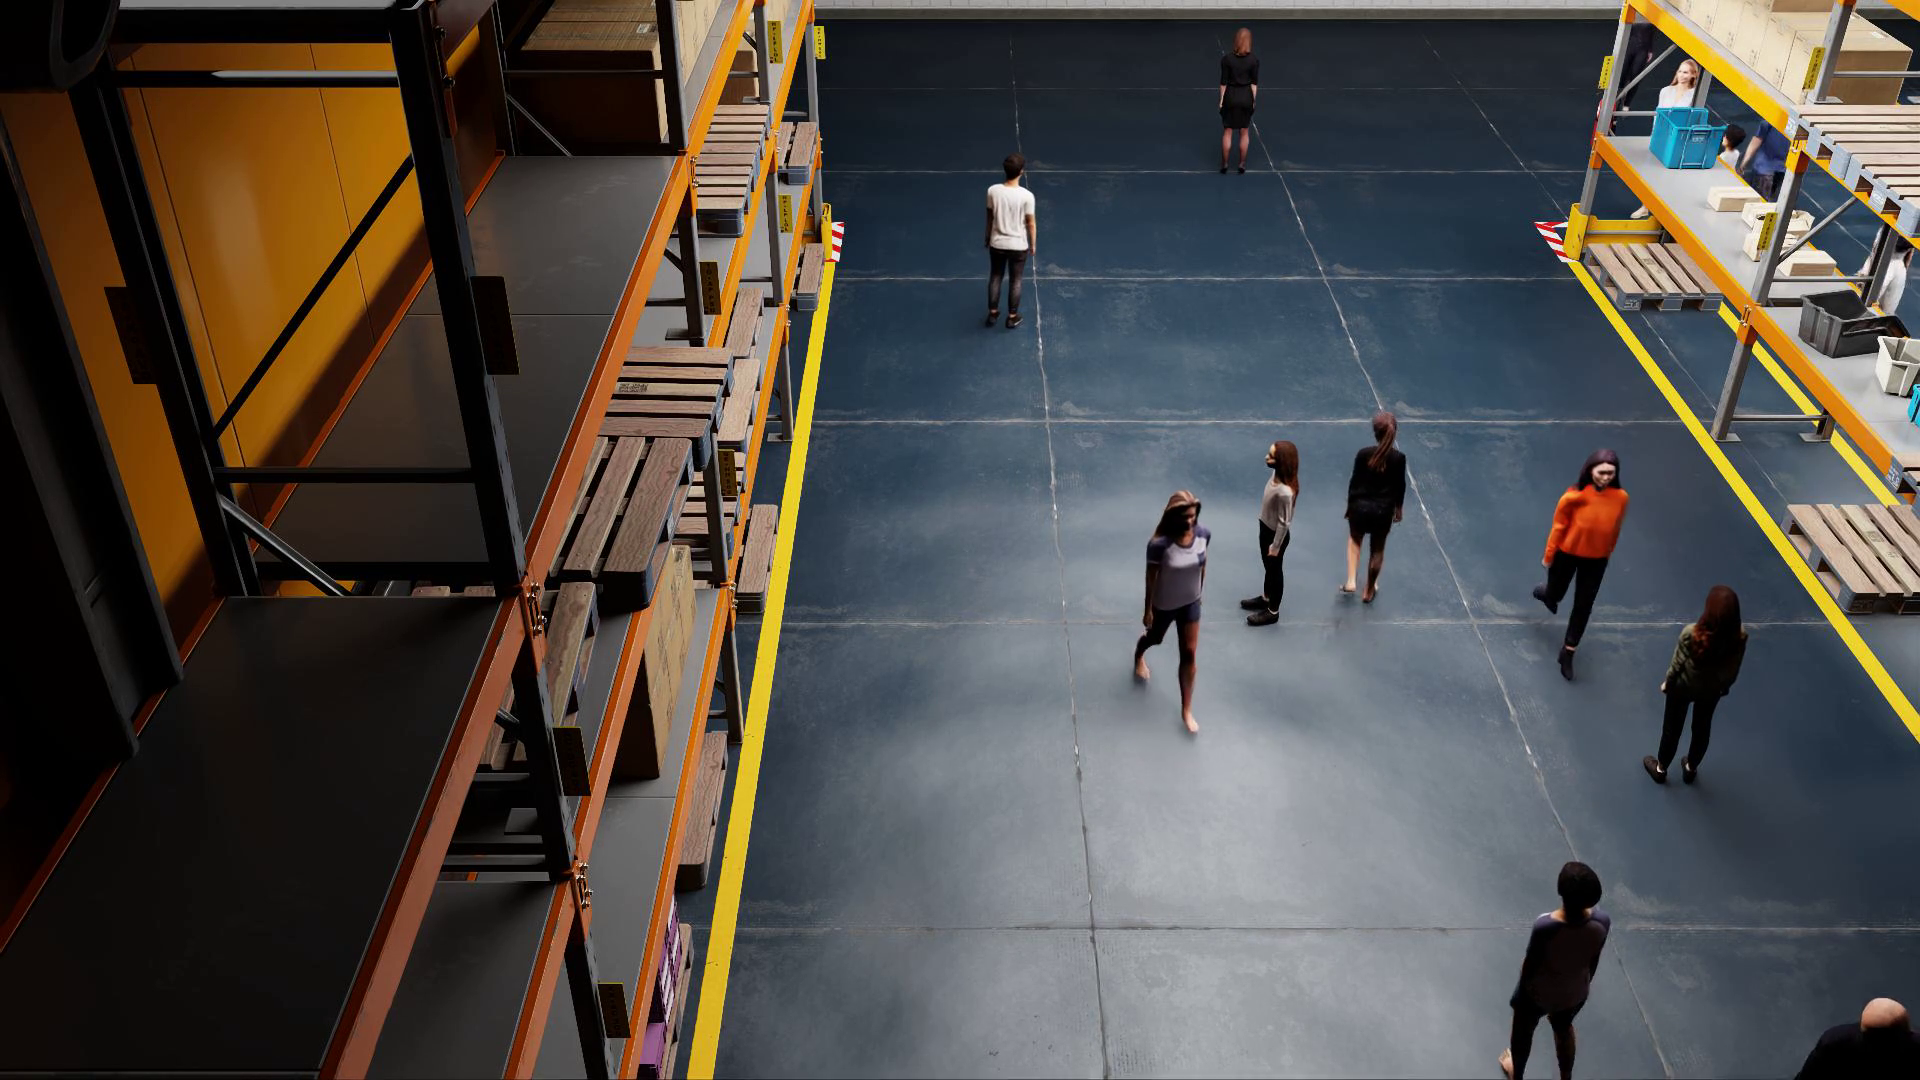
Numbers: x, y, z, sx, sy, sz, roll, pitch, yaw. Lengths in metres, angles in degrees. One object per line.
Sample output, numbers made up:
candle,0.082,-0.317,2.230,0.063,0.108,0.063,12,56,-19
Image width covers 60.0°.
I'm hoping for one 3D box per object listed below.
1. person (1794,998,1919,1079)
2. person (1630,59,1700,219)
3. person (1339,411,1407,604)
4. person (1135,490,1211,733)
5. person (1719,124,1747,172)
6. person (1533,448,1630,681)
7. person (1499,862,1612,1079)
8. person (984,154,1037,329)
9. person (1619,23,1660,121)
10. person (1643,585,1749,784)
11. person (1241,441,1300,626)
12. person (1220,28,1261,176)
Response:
person,3.998,2.614,7.604,0.733,1.769,0.857,-3,34,-5
person,7.694,-4.324,18.018,0.653,1.796,0.708,28,42,35
person,2.972,-0.200,12.037,0.661,1.548,0.718,13,36,19
person,1.378,0.370,11.051,0.841,1.689,1.168,-9,35,-14
person,8.147,-3.777,17.702,0.715,1.234,0.864,-17,37,-24
person,4.239,0.081,11.458,0.666,1.720,1.025,-1,34,-1
person,3.007,2.269,8.318,0.596,1.553,0.733,-3,34,-4
person,0.456,-2.849,15.868,0.708,1.719,0.662,10,35,15
person,8.480,-6.123,20.813,0.771,1.697,0.875,16,37,22
person,4.628,0.912,10.427,0.585,1.477,0.512,2,34,3
person,2.256,-0.061,11.888,0.603,1.481,0.425,-1,34,-1
person,3.209,-5.049,19.193,0.609,1.701,0.530,4,34,6
